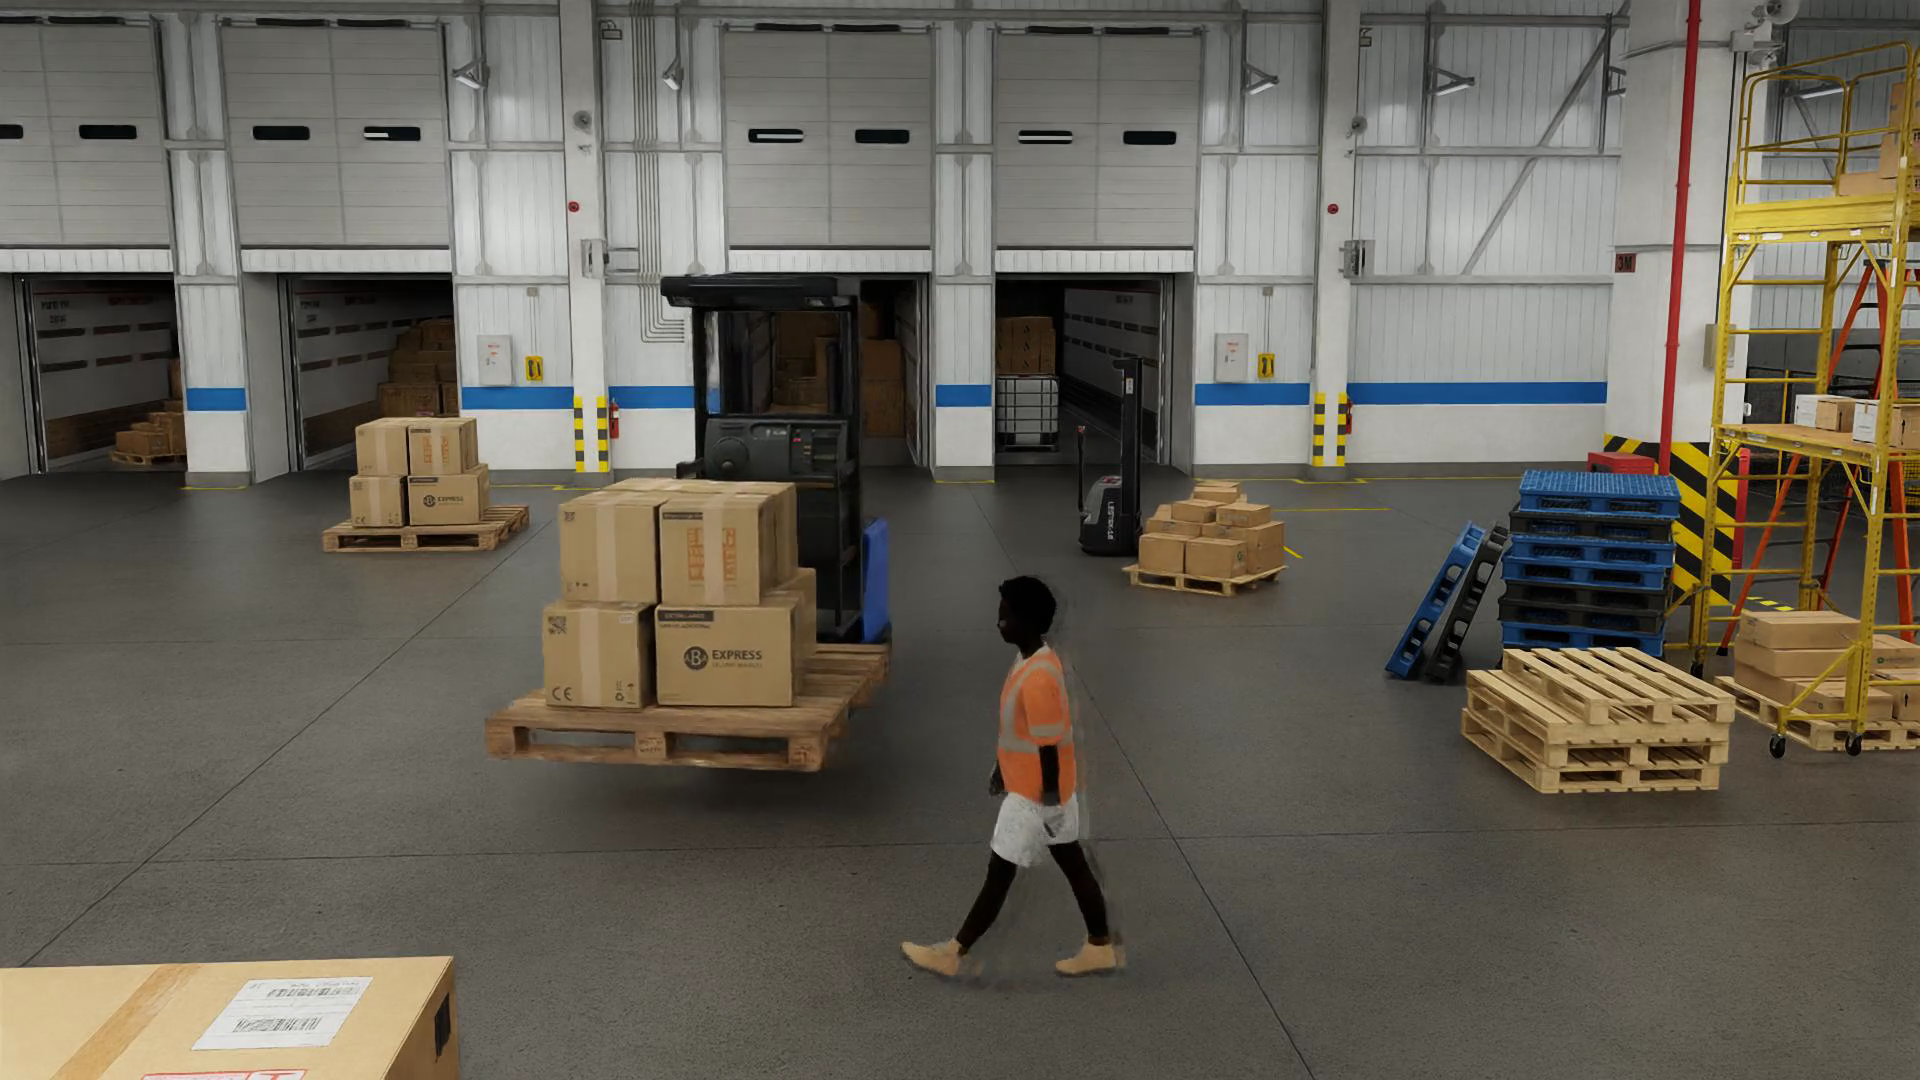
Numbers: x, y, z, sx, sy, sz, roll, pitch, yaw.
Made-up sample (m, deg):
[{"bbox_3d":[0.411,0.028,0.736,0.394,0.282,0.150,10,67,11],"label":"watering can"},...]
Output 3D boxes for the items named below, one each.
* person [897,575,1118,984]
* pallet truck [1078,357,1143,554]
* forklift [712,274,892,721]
[{"bbox_3d":[0.219,0.958,6.560,0.908,1.643,0.549,0,9,3],"label":"person"},{"bbox_3d":[2.088,-0.836,16.757,1.885,1.965,0.823,2,9,13],"label":"pallet truck"},{"bbox_3d":[-1.129,-0.376,11.105,1.129,2.768,1.873,1,9,8],"label":"forklift"}]
